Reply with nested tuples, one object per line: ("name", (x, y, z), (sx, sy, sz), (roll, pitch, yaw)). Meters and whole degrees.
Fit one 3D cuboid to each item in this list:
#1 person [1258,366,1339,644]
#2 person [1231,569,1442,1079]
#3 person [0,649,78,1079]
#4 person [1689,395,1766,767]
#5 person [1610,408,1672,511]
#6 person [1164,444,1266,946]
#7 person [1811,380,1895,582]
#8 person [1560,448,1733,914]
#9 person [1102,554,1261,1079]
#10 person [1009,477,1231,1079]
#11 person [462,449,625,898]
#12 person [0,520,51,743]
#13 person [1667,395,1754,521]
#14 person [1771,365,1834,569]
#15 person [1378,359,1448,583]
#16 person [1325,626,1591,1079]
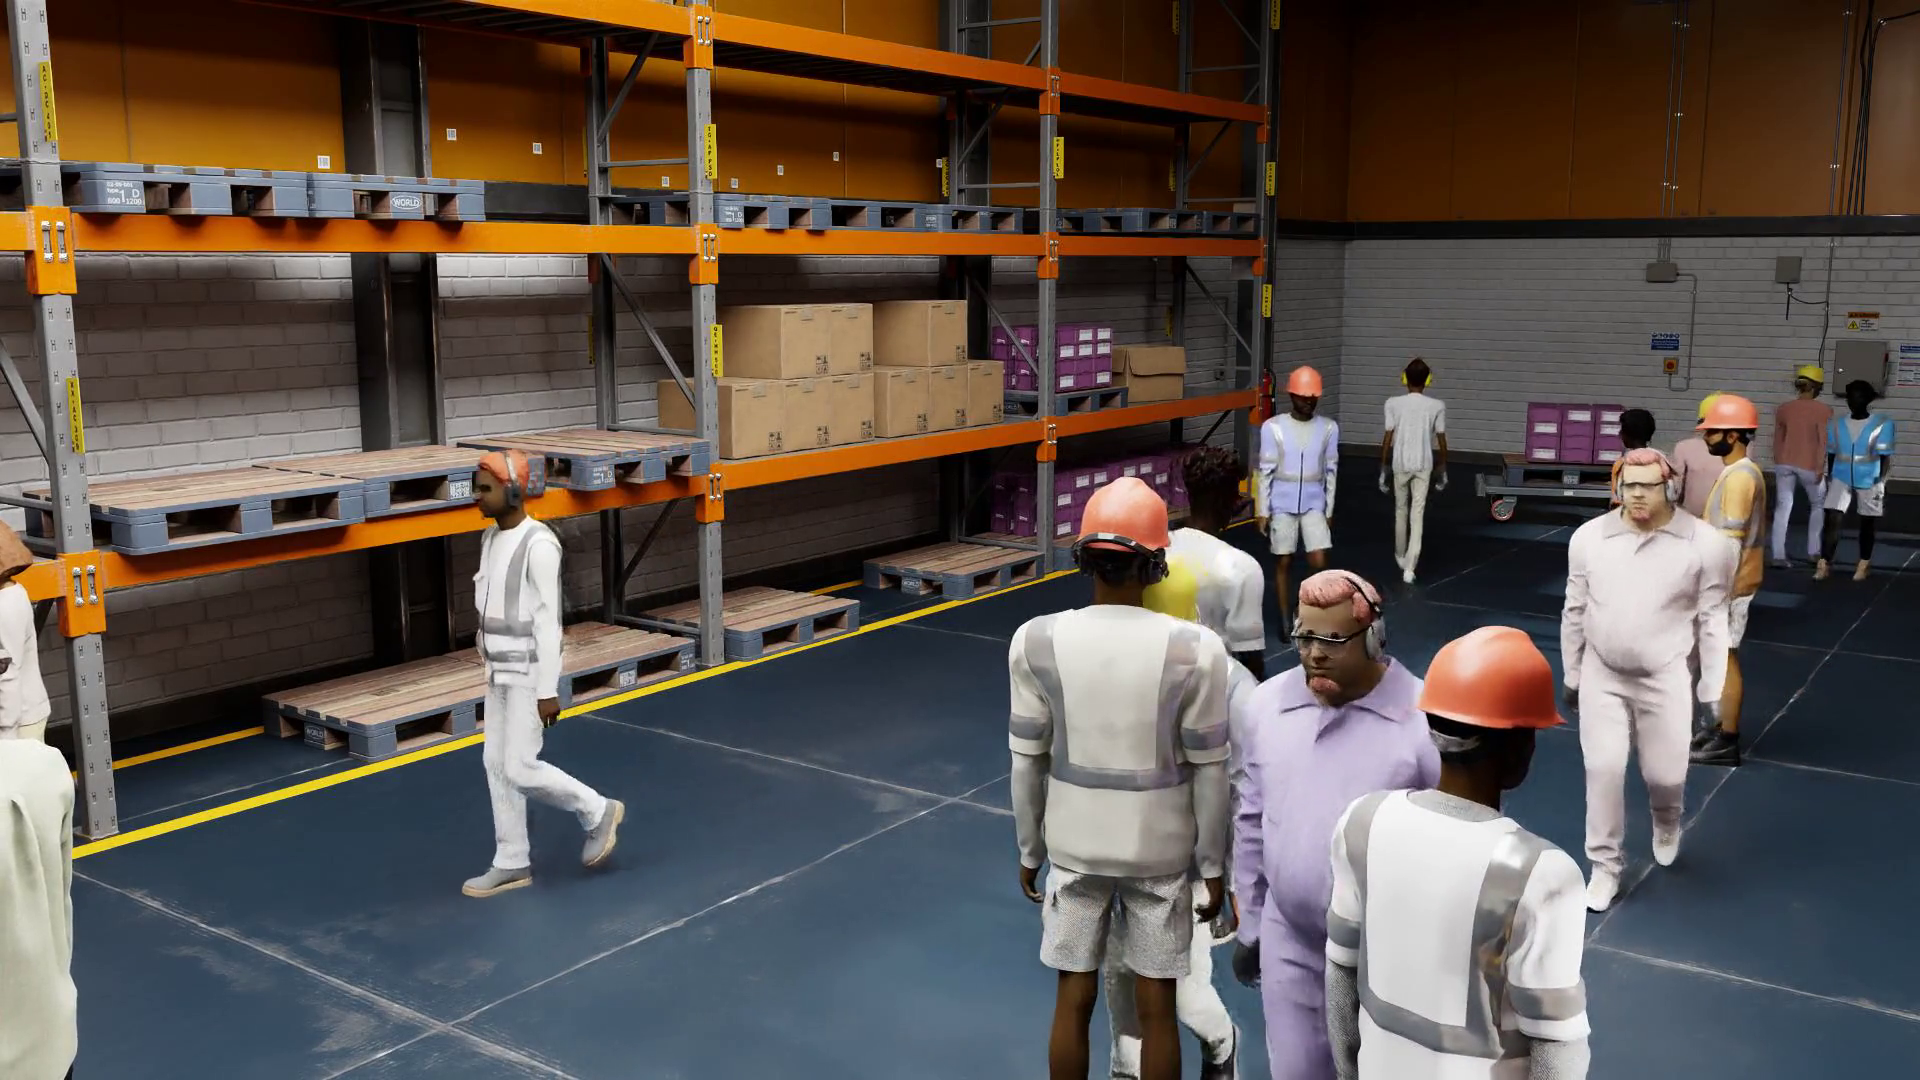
("person", (2.293, -0.214, 11.272), (0.559, 1.914, 0.603), (0, 10, 2))
("person", (1.018, 0.987, 4.236), (0.670, 1.882, 0.631), (9, 13, 42))
("person", (-2.006, 1.073, 3.383), (0.376, 1.995, 0.608), (0, 10, 0))
("person", (3.989, 0.211, 8.706), (0.380, 1.935, 0.543), (4, 10, 23))
("person", (4.525, -0.040, 10.993), (0.536, 1.664, 0.799), (-6, 11, -33))
("person", (0.911, 0.602, 6.321), (0.423, 1.945, 0.629), (-8, 13, -40))
("person", (7.232, -0.453, 13.470), (0.544, 1.661, 0.814), (9, 13, 44))
("person", (2.804, 0.547, 6.850), (0.653, 1.881, 0.737), (6, 11, 31))
("person", (0.599, 0.912, 4.905), (0.618, 1.805, 0.491), (6, 11, 33))
("person", (0.439, 0.843, 4.610), (0.608, 2.044, 0.371), (2, 10, 14))
("person", (-1.775, 0.547, 6.898), (0.597, 1.865, 0.591), (-8, 12, -38))
("person", (-3.751, 0.723, 6.569), (0.282, 1.626, 0.497), (-6, 11, -31))
("person", (5.131, -0.144, 11.463), (0.537, 1.711, 0.957), (7, 12, 38))
("person", (7.206, -0.618, 14.199), (0.737, 1.729, 0.543), (-6, 11, -32))
("person", (3.771, -0.587, 13.807), (0.552, 1.813, 0.995), (3, 10, 15))
("person", (0.985, 1.121, 3.278), (0.377, 1.932, 0.552), (-7, 12, -38))
